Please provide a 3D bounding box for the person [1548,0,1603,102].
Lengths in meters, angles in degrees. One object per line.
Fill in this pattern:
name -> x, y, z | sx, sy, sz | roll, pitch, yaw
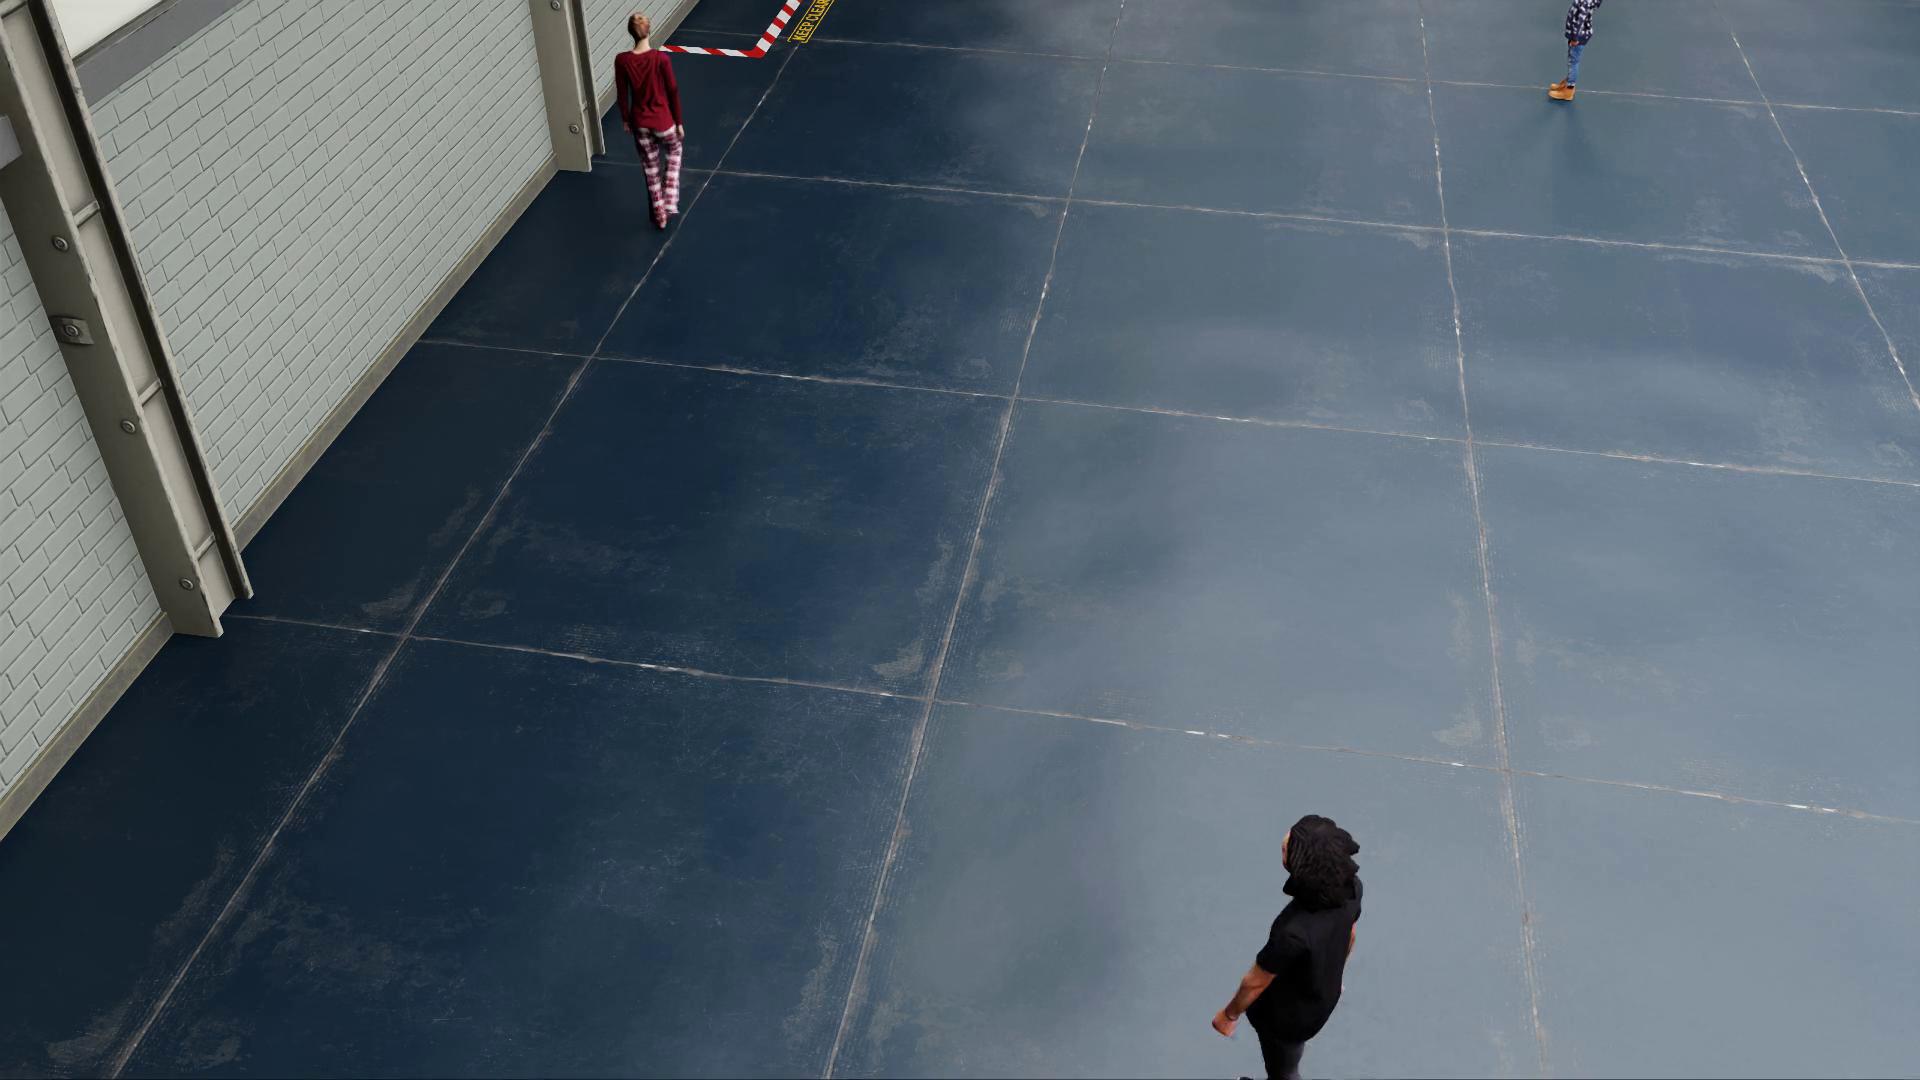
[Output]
person -> 5.528, -4.559, 14.822 | 0.574, 1.252, 0.459 | 11, 39, 14

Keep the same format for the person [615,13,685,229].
person -> -2.351, -3.161, 12.681 | 0.690, 1.690, 0.668 | 0, 38, 0

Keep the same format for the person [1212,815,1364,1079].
person -> 1.341, 1.765, 6.277 | 0.814, 1.821, 0.726 | 24, 44, 28
